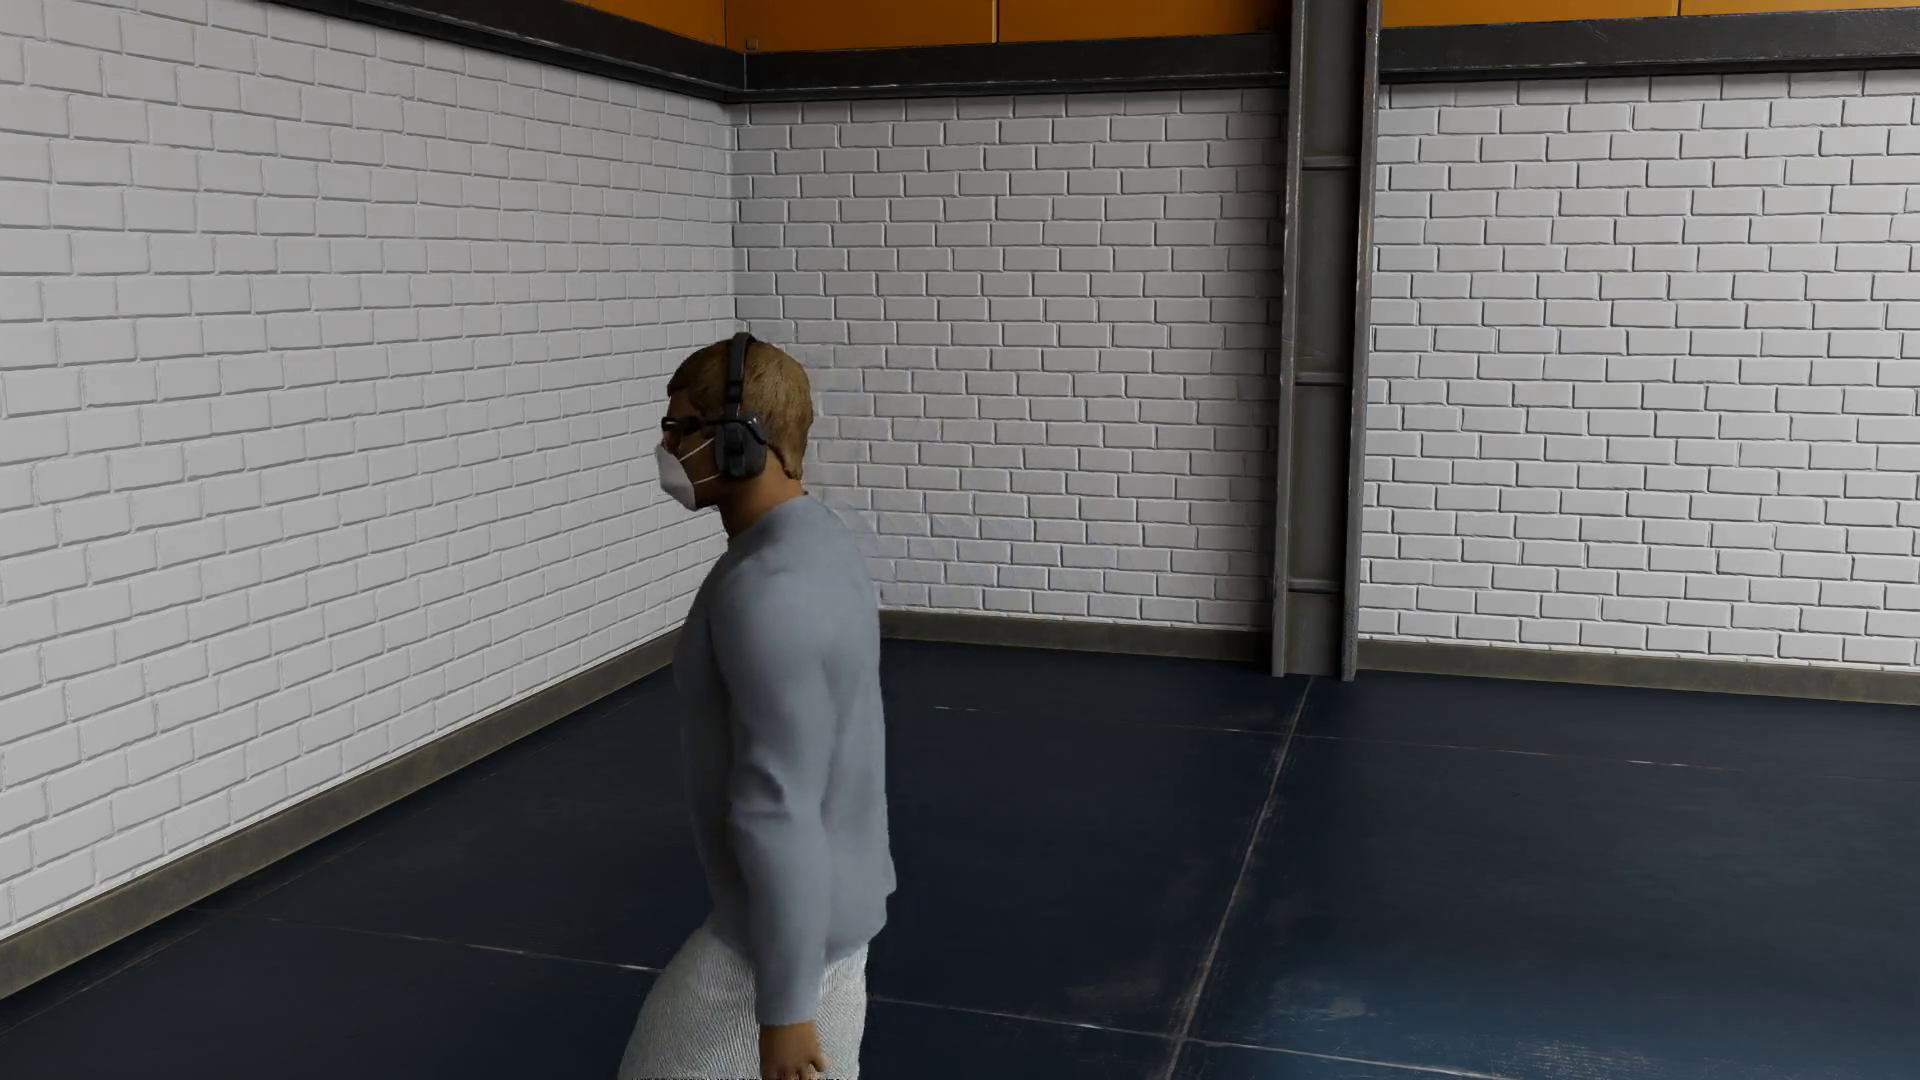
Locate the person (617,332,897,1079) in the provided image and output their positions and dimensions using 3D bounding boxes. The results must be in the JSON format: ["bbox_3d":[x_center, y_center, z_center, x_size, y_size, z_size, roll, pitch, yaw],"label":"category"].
[{"bbox_3d":[-0.392,0.625,2.731,0.668,1.916,0.658,0,9,2],"label":"person"}]
